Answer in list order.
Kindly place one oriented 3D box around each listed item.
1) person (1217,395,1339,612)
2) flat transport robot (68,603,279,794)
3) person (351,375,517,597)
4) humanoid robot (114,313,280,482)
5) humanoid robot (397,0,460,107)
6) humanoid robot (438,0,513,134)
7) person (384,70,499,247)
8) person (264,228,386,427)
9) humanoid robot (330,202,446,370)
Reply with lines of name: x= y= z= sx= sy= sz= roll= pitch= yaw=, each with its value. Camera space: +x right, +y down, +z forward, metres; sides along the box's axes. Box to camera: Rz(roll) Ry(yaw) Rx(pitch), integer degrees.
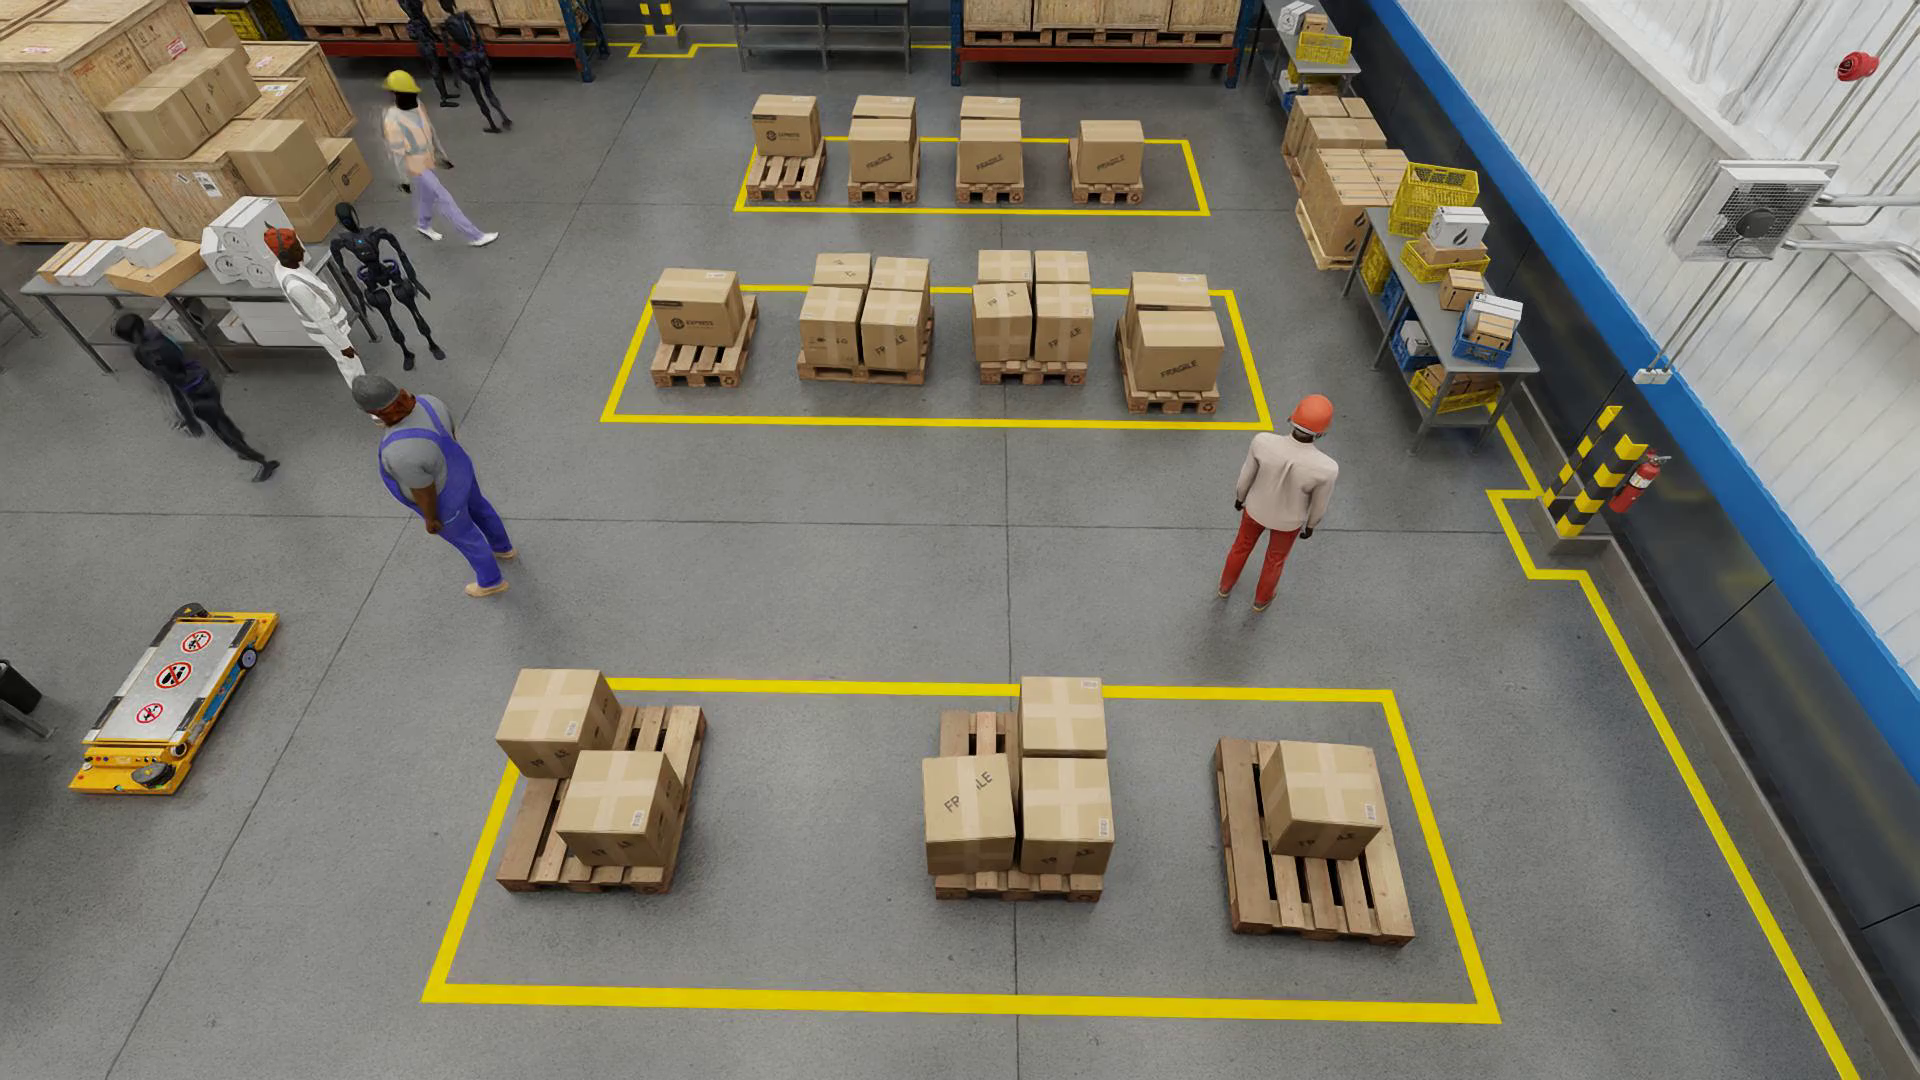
person: x=2.217 y=-0.219 z=6.423 sx=0.610 sy=1.994 sz=0.377 roll=25 pitch=54 yaw=20
flat transport robot: x=-5.504 y=1.072 z=6.442 sx=0.652 sy=0.197 sz=1.431 roll=1 pitch=50 yaw=1
person: x=-3.742 y=-0.376 z=6.526 sx=0.536 sy=2.000 sz=0.673 roll=-2 pitch=50 yaw=-2
humanoid robot: x=-6.231 y=-1.191 z=7.456 sx=0.411 sy=1.634 sz=0.660 roll=-27 pitch=55 yaw=-21
humanoid robot: x=-7.004 y=-6.592 z=12.013 sx=0.327 sy=1.657 sz=0.589 roll=-11 pitch=51 yaw=-9
humanoid robot: x=-6.127 y=-5.960 z=11.483 sx=0.332 sy=1.656 sz=0.594 roll=18 pitch=52 yaw=14
person: x=-5.694 y=-3.977 z=9.685 sx=1.010 sy=1.863 sz=0.631 roll=3 pitch=50 yaw=2
person: x=-5.344 y=-1.785 z=7.818 sx=0.355 sy=1.887 sz=0.573 roll=-31 pitch=56 yaw=-24
humanoid robot: x=-5.243 y=-2.319 z=8.397 sx=0.593 sy=1.657 sz=0.324 roll=-24 pitch=54 yaw=-19
